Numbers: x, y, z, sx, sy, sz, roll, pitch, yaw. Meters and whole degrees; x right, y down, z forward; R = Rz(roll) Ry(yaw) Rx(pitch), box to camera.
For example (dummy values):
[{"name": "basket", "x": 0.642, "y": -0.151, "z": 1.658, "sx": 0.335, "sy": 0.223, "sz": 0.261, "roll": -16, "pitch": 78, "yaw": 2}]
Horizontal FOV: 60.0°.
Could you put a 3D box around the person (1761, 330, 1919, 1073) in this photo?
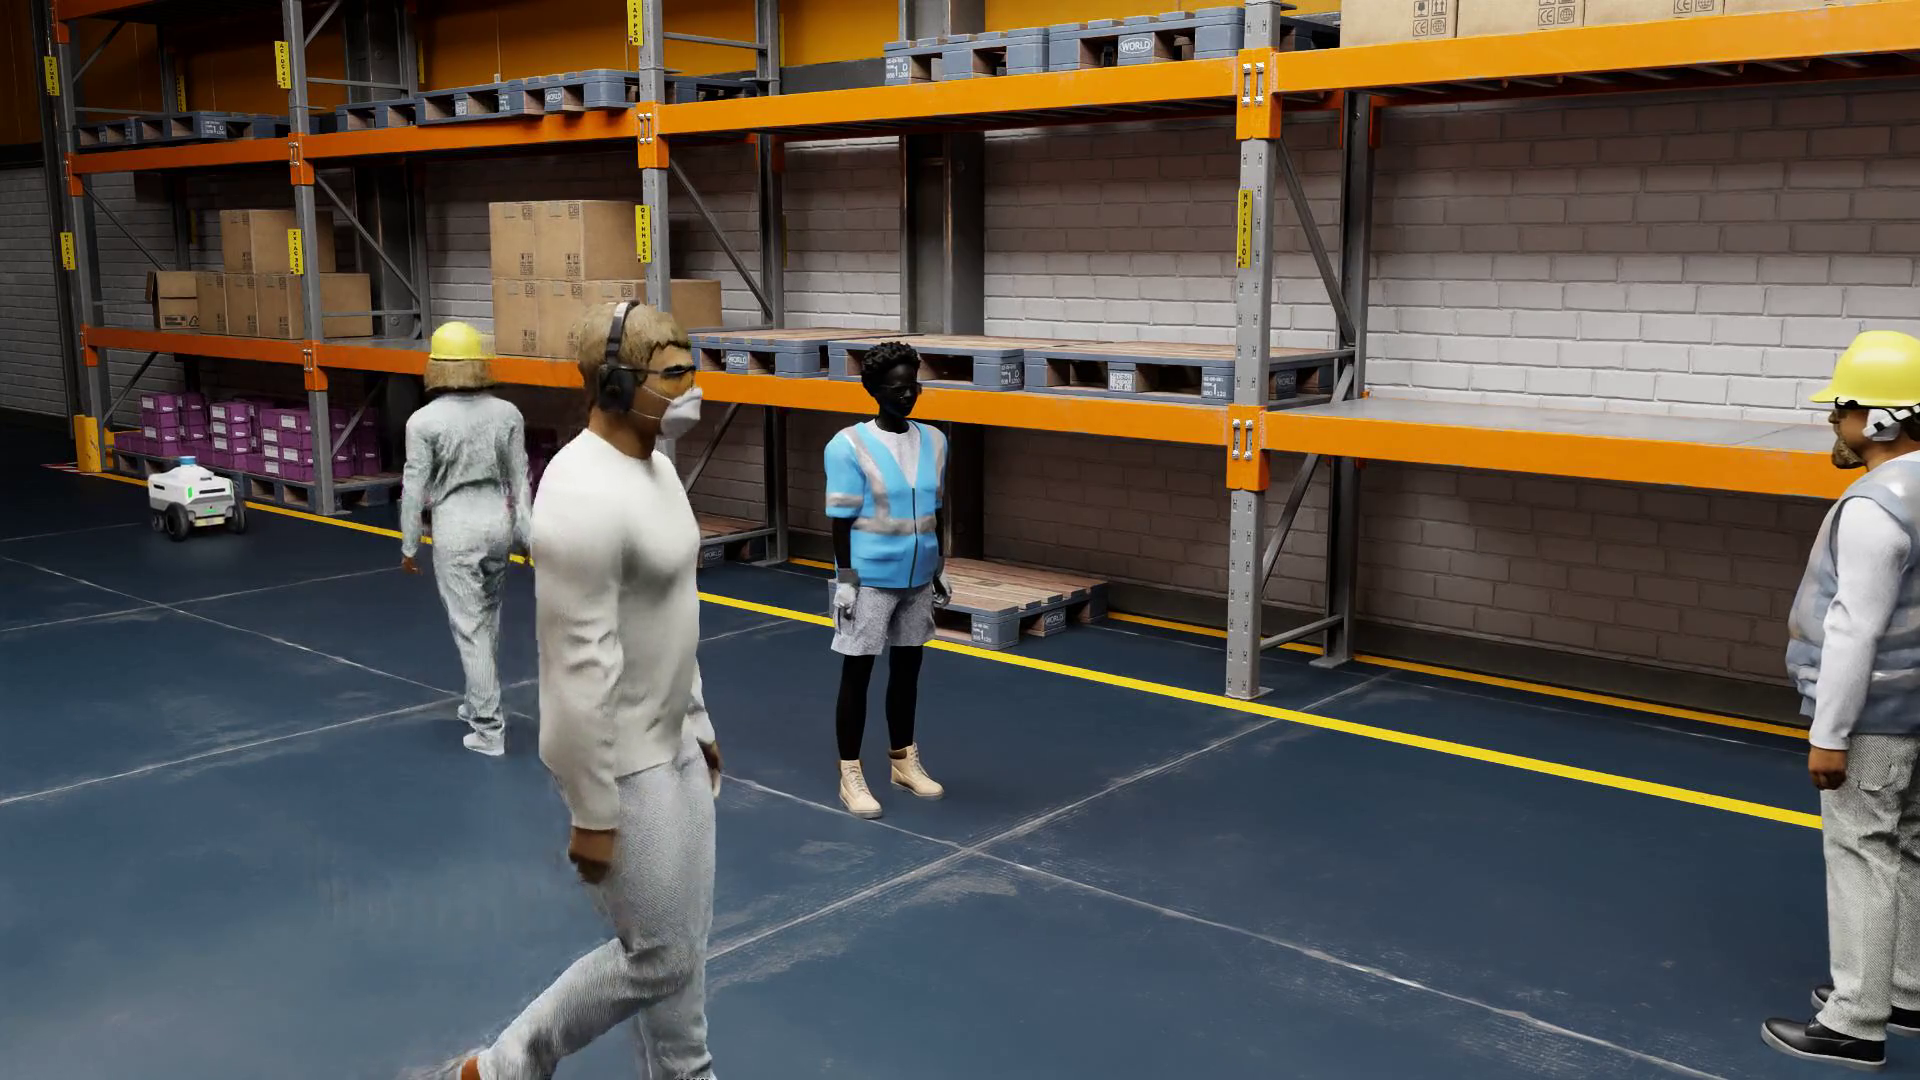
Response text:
[{"name": "person", "x": 2.270, "y": 0.398, "z": 4.141, "sx": 0.593, "sy": 1.826, "sz": 0.404, "roll": -9, "pitch": 13, "yaw": -41}]

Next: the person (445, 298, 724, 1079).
[{"name": "person", "x": -0.708, "y": 0.460, "z": 3.495, "sx": 0.656, "sy": 1.924, "sz": 0.653, "roll": 0, "pitch": 10, "yaw": 1}]

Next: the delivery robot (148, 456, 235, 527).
[{"name": "delivery robot", "x": -5.426, "y": -0.349, "z": 11.729, "sx": 0.707, "sy": 0.478, "sz": 0.477, "roll": 9, "pitch": 13, "yaw": 42}]

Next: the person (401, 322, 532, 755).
[{"name": "person", "x": -2.045, "y": -0.015, "z": 6.750, "sx": 0.507, "sy": 1.717, "sz": 0.711, "roll": -10, "pitch": 14, "yaw": -44}]

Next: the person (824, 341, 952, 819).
[{"name": "person", "x": -0.252, "y": 0.134, "z": 5.992, "sx": 0.533, "sy": 1.697, "sz": 0.322, "roll": -8, "pitch": 13, "yaw": -39}]
